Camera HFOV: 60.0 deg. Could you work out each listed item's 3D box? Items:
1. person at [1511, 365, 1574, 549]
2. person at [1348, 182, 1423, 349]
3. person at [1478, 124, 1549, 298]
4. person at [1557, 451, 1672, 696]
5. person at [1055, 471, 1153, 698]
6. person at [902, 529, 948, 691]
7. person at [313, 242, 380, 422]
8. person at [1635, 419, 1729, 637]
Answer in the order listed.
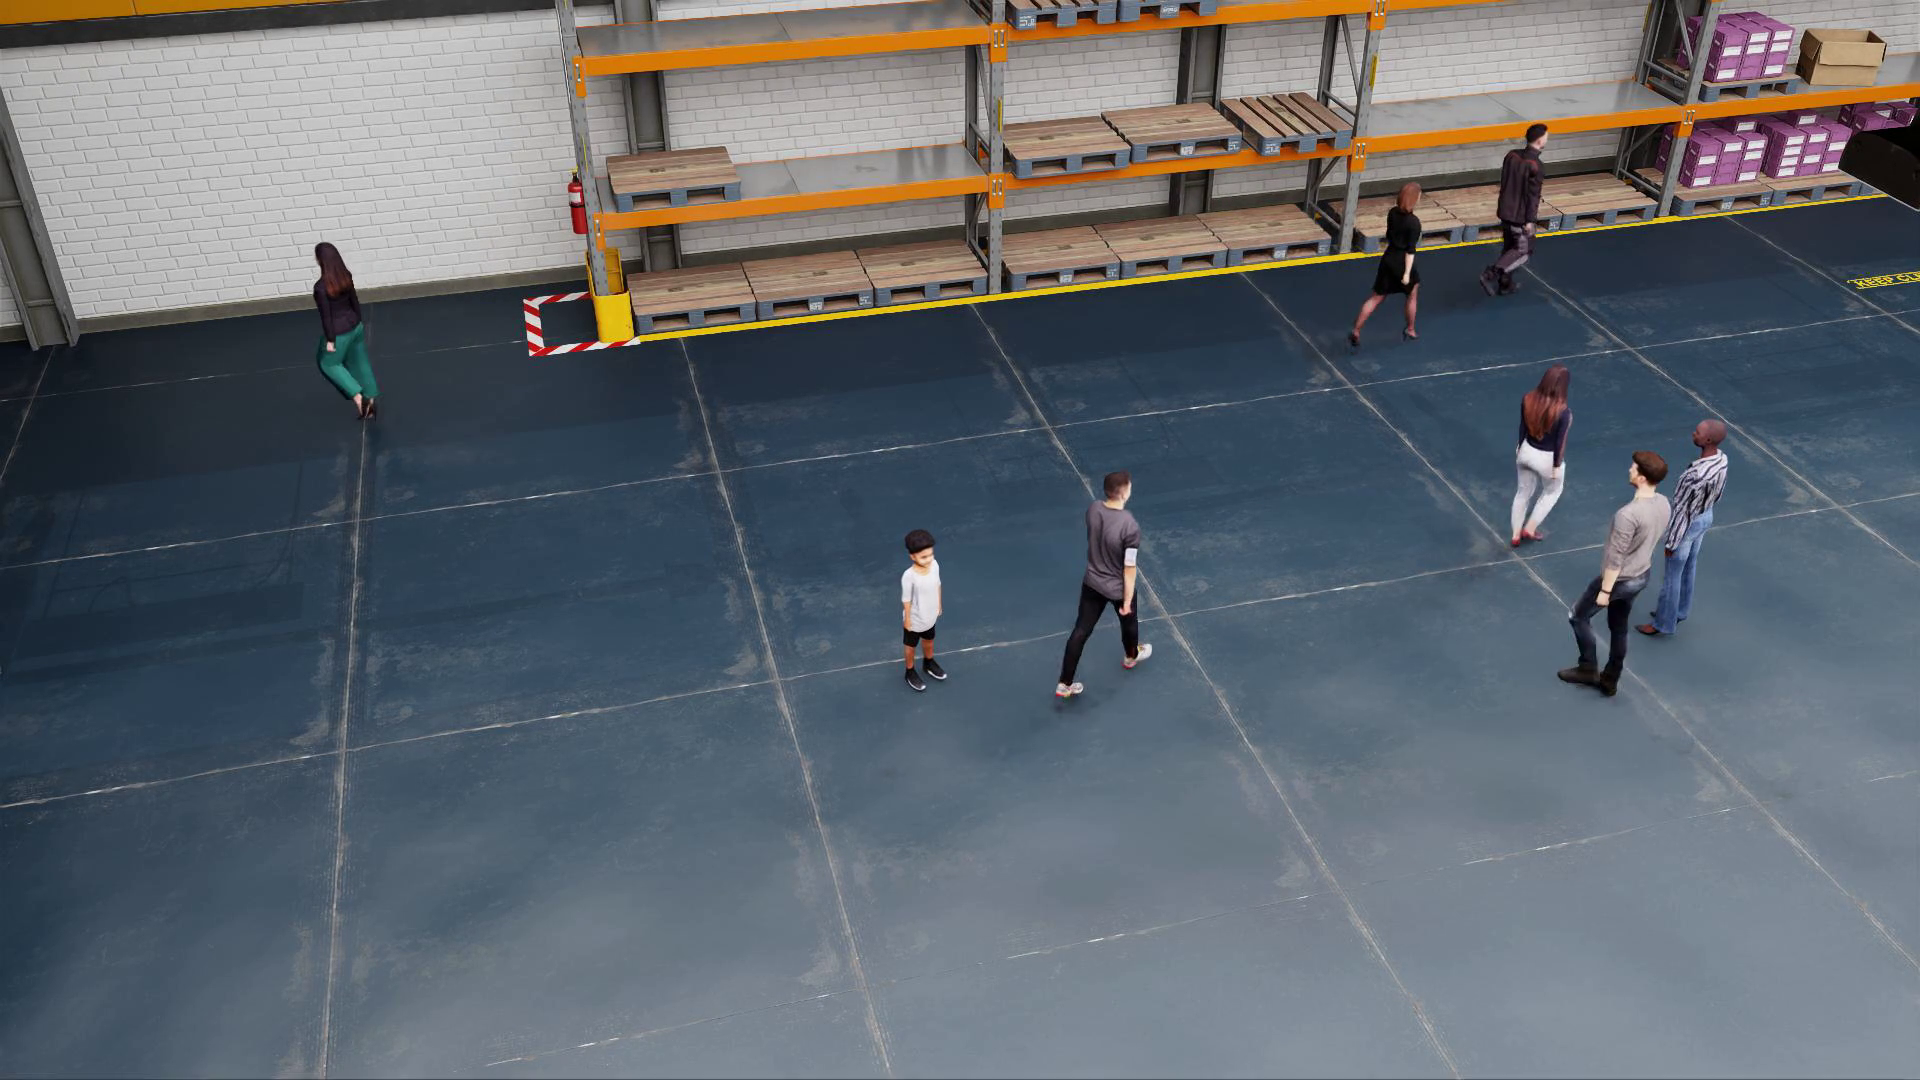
[{"bbox_3d":[4.496,-0.608,13.000,0.704,1.594,0.694,-23,40,-31],"label":"person"},{"bbox_3d":[4.096,-2.571,15.890,1.130,1.663,0.764,-17,37,-23],"label":"person"},{"bbox_3d":[5.594,-3.307,16.837,0.975,1.842,0.796,-14,36,-20],"label":"person"},{"bbox_3d":[4.594,0.297,11.369,0.712,1.892,0.875,-21,39,-28],"label":"person"},{"bbox_3d":[0.951,0.345,11.450,1.054,1.722,1.258,27,42,35],"label":"person"},{"bbox_3d":[-0.276,0.465,11.692,0.525,1.256,0.616,-25,41,-32],"label":"person"},{"bbox_3d":[-5.365,-1.789,14.658,0.873,1.726,0.810,13,36,19],"label":"person"},{"bbox_3d":[5.277,-0.079,12.025,0.755,1.793,0.642,26,42,34],"label":"person"}]
